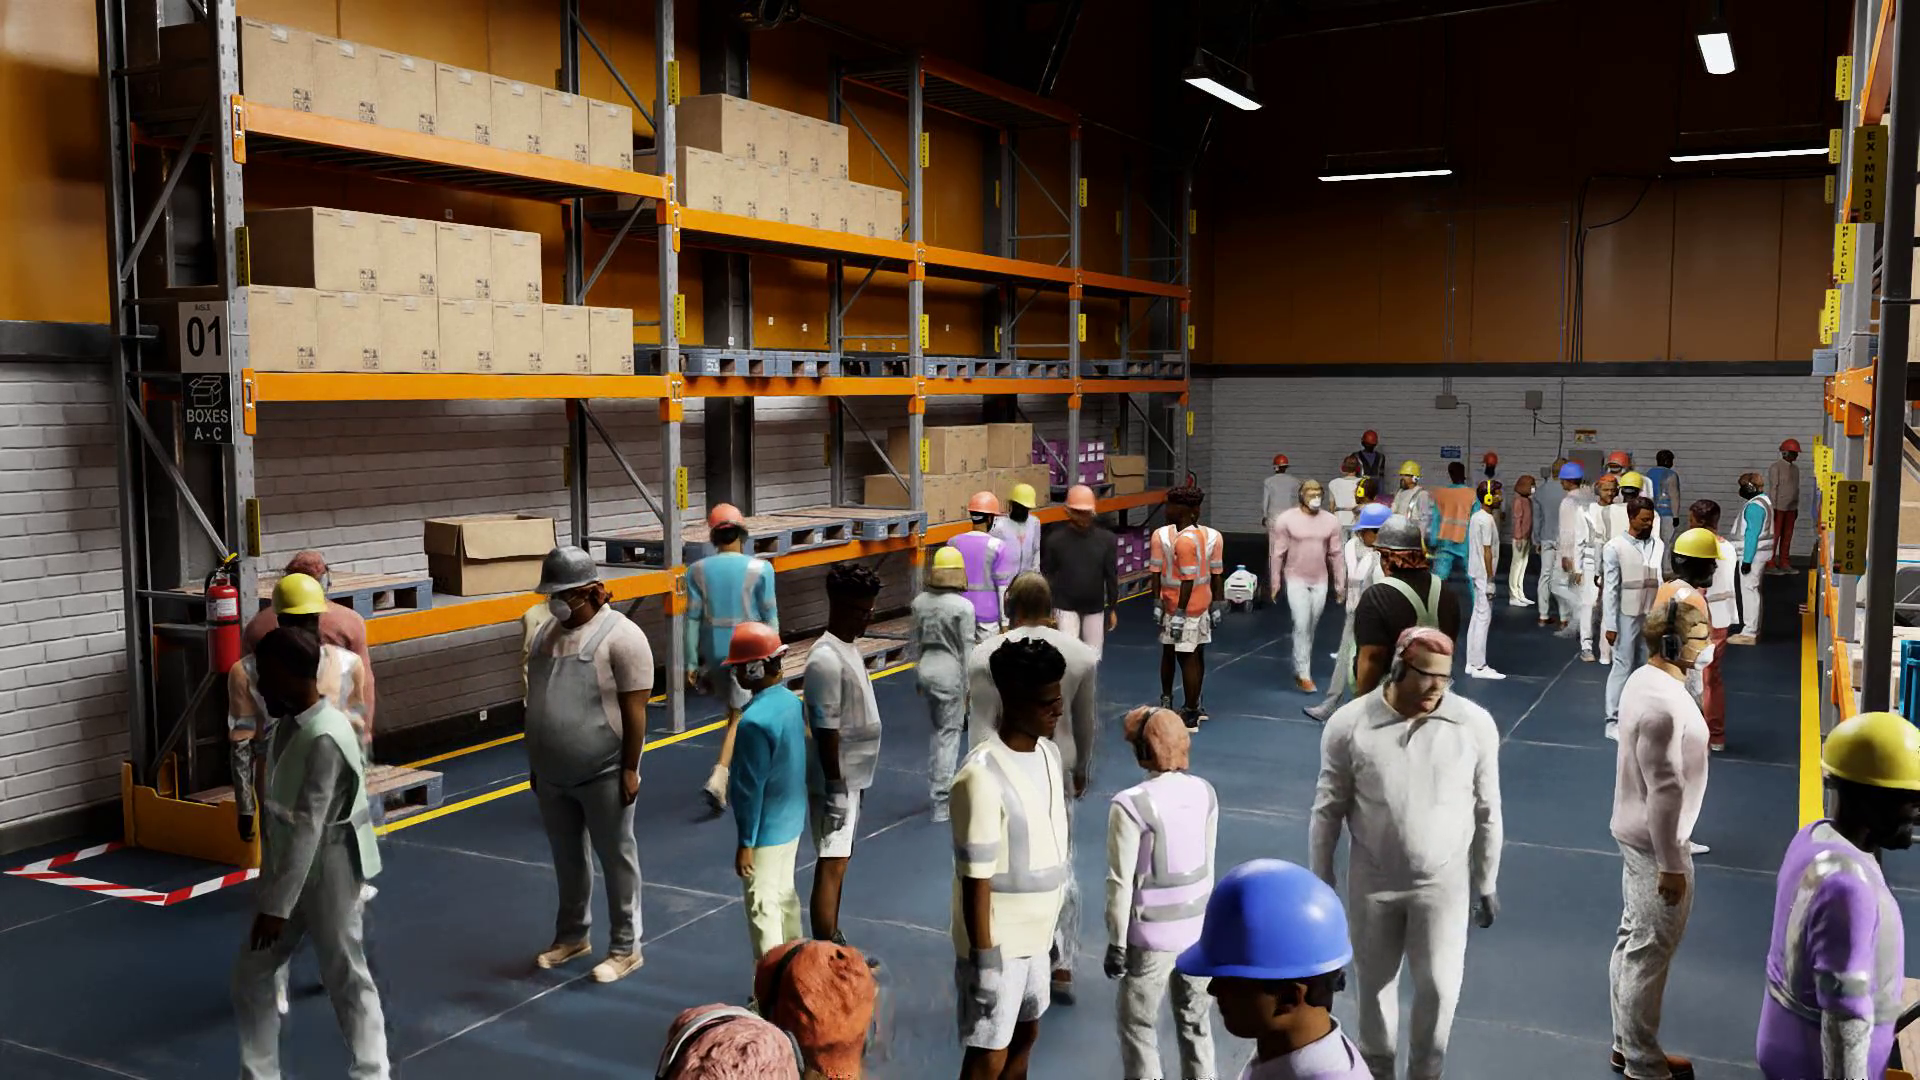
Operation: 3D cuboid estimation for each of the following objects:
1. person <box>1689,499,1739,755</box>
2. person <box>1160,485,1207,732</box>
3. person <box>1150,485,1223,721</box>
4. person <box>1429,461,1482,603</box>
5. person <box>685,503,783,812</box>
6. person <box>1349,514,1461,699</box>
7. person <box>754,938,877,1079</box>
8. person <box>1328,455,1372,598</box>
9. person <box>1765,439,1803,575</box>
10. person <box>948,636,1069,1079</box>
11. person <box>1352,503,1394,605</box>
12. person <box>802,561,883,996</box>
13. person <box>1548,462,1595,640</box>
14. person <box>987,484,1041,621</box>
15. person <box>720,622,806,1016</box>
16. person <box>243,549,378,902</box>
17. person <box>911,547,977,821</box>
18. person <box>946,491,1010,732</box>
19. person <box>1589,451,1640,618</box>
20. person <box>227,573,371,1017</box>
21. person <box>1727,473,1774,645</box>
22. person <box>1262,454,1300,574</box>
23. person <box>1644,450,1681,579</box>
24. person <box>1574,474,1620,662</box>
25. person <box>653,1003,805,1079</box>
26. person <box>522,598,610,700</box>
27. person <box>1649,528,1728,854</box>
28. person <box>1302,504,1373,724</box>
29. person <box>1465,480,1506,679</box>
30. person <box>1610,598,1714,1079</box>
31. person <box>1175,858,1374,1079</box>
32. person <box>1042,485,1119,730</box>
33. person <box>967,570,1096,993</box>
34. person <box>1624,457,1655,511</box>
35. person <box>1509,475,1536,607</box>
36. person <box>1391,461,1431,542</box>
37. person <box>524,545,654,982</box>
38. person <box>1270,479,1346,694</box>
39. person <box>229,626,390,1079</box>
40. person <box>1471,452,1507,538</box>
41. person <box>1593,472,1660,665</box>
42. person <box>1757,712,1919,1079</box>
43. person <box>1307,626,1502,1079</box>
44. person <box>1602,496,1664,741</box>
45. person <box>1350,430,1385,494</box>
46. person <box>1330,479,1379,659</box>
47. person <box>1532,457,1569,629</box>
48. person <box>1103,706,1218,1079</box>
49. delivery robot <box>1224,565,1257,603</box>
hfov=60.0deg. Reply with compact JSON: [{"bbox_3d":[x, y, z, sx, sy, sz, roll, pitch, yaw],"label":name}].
[{"bbox_3d":[5.587,0.649,12.423,0.401,1.908,0.598,5,7,44],"label":"person"},{"bbox_3d":[1.780,0.542,13.237,0.366,1.967,0.602,1,5,14],"label":"person"},{"bbox_3d":[1.851,0.523,13.577,0.602,1.948,0.416,0,5,0],"label":"person"},{"bbox_3d":[5.836,0.013,19.467,0.673,1.876,0.692,5,7,44],"label":"person"},{"bbox_3d":[-1.514,0.754,10.909,0.617,1.991,1.017,1,5,14],"label":"person"},{"bbox_3d":[2.426,0.869,9.322,0.674,2.000,0.537,-3,6,-29],"label":"person"},{"bbox_3d":[-0.139,1.590,2.787,1.004,1.828,0.612,5,7,45],"label":"person"},{"bbox_3d":[5.034,-0.165,21.459,0.570,1.849,0.383,2,6,21],"label":"person"},{"bbox_3d":[11.972,-0.477,24.116,0.612,1.986,0.407,-3,6,-29],"label":"person"},{"bbox_3d":[0.172,1.276,5.421,0.399,1.955,0.607,3,6,29],"label":"person"},{"bbox_3d":[2.925,0.712,11.583,0.413,1.939,0.604,2,6,17],"label":"person"},{"bbox_3d":[-0.533,1.074,7.557,0.380,1.959,0.600,0,5,3],"label":"person"},{"bbox_3d":[6.608,0.130,17.897,0.616,1.930,0.459,-5,7,-43],"label":"person"},{"bbox_3d":[0.519,0.386,15.684,0.598,1.818,1.102,-3,6,-28],"label":"person"},{"bbox_3d":[-0.855,1.219,7.178,0.354,1.738,0.571,1,5,12],"label":"person"},{"bbox_3d":[-3.416,0.991,8.796,0.663,1.904,0.403,0,5,-2],"label":"person"},{"bbox_3d":[-0.093,0.907,10.668,0.524,1.713,0.596,4,7,36],"label":"person"},{"bbox_3d":[0.158,0.582,13.066,0.548,1.924,0.387,3,6,27],"label":"person"},{"bbox_3d":[7.675,-0.048,19.510,0.620,1.986,0.409,5,7,43],"label":"person"},{"bbox_3d":[-2.907,1.106,7.362,0.589,1.930,0.361,-4,7,-38],"label":"person"},{"bbox_3d":[8.418,0.198,17.703,0.429,1.831,0.630,3,6,29],"label":"person"},{"bbox_3d":[4.657,-0.371,24.168,0.568,1.755,0.318,0,5,-2],"label":"person"},{"bbox_3d":[9.992,-0.361,23.616,0.429,1.846,0.627,-2,6,-18],"label":"person"},{"bbox_3d":[6.400,0.280,16.537,0.576,1.880,0.351,1,5,9],"label":"person"},{"bbox_3d":[-0.323,1.594,2.336,0.651,1.894,0.401,-4,7,-38],"label":"person"},{"bbox_3d":[-2.404,0.930,10.273,0.574,1.740,0.348,-3,6,-26],"label":"person"},{"bbox_3d":[4.293,0.884,9.848,0.409,1.917,0.585,1,5,7],"label":"person"},{"bbox_3d":[3.206,0.613,13.334,0.939,1.796,0.595,-3,6,-28],"label":"person"},{"bbox_3d":[4.952,0.366,15.645,0.321,1.871,0.532,0,5,3],"label":"person"},{"bbox_3d":[2.716,1.187,6.442,0.371,1.941,0.627,2,6,16],"label":"person"},{"bbox_3d":[0.573,1.512,2.916,0.409,1.942,0.615,0,5,3],"label":"person"},{"bbox_3d":[0.951,0.520,13.453,0.628,1.973,0.707,0,5,-5],"label":"person"},{"bbox_3d":[0.342,1.089,7.755,0.648,1.891,1.006,-1,5,-13],"label":"person"},{"bbox_3d":[9.078,-0.225,22.381,0.556,1.804,0.381,3,6,28],"label":"person"},{"bbox_3d":[7.035,0.007,20.768,0.279,1.634,0.497,4,7,36],"label":"person"},{"bbox_3d":[5.449,-0.048,20.276,0.404,1.837,0.590,-2,6,-25],"label":"person"},{"bbox_3d":[-1.785,1.014,7.761,0.686,2.000,0.535,3,6,28],"label":"person"},{"bbox_3d":[3.156,0.418,14.848,0.662,1.910,0.832,-1,5,-12],"label":"person"},{"bbox_3d":[-2.443,1.255,5.994,0.826,1.878,0.584,-5,7,-42],"label":"person"},{"bbox_3d":[8.108,-0.490,25.535,0.576,1.736,0.414,0,5,3],"label":"person"},{"bbox_3d":[6.505,0.292,16.246,0.591,1.911,0.398,2,6,25],"label":"person"},{"bbox_3d":[2.320,1.394,4.365,0.417,1.916,0.588,2,6,24],"label":"person"},{"bbox_3d":[1.614,1.250,6.066,0.697,1.878,0.546,1,5,15],"label":"person"},{"bbox_3d":[5.194,0.609,12.853,0.598,1.908,0.402,-3,6,-29],"label":"person"},{"bbox_3d":[6.615,-0.769,26.970,0.606,2.039,0.381,-1,5,-10],"label":"person"},{"bbox_3d":[4.012,0.305,16.567,0.614,1.827,0.592,2,6,16],"label":"person"},{"bbox_3d":[6.778,0.036,18.830,0.371,1.940,0.627,-4,7,-36],"label":"person"},{"bbox_3d":[0.721,1.403,5.868,0.522,1.623,0.362,-5,7,-40],"label":"person"},{"bbox_3d":[3.412,0.548,20.187,0.477,0.478,0.707,1,5,15],"label":"delivery robot"}]
